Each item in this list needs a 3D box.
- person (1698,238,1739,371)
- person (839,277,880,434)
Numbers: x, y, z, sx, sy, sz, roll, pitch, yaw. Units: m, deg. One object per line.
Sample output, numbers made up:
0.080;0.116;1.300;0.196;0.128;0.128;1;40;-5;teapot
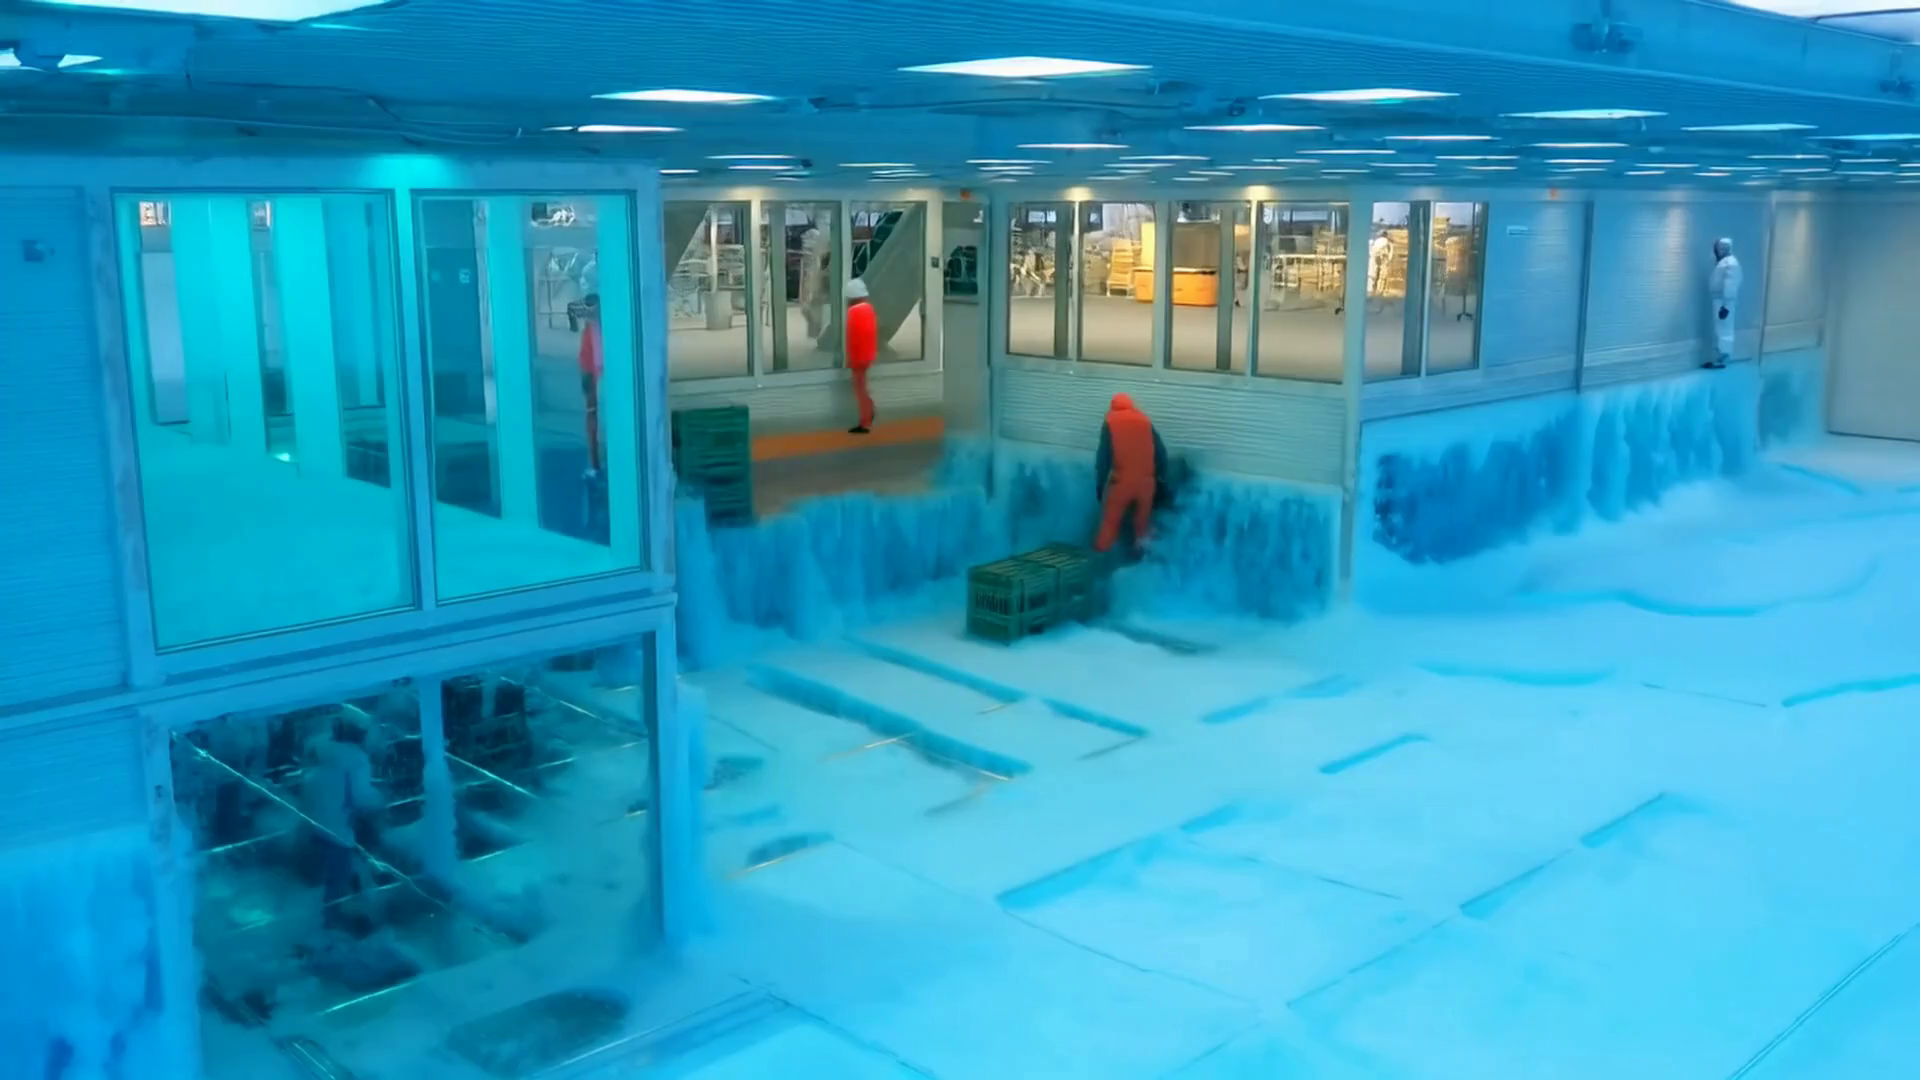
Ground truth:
10.901;-3.373;23.875;0.409;1.903;0.639;2;11;10;person
-1.063;-1.893;17.176;0.357;1.620;0.501;5;12;23;person
